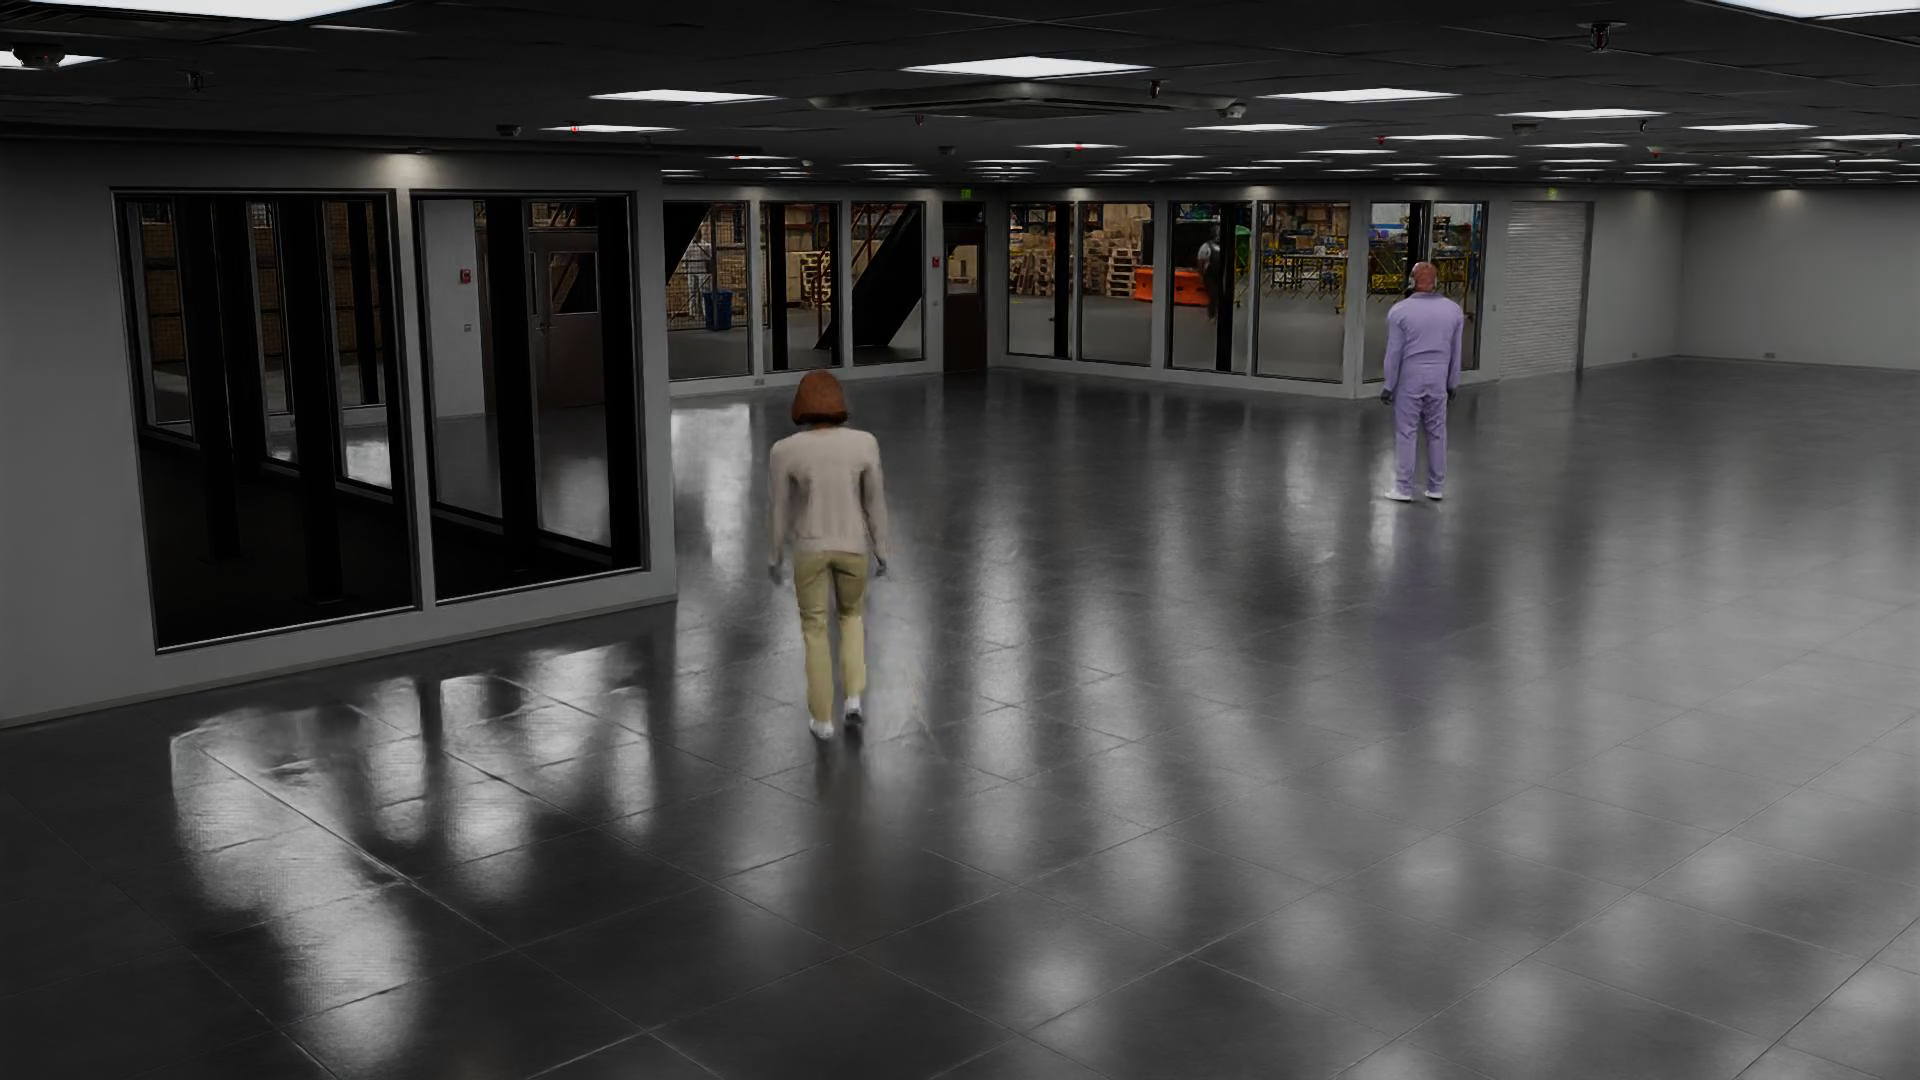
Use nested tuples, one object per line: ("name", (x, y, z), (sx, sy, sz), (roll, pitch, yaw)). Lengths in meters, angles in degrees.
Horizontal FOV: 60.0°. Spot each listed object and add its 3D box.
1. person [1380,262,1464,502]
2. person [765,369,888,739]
("person", (3.652, -1.252, 13.244), (0.652, 1.904, 0.402), (-2, 12, -12))
("person", (-0.587, 0.066, 7.335), (0.537, 1.614, 0.385), (-3, 12, -15))
